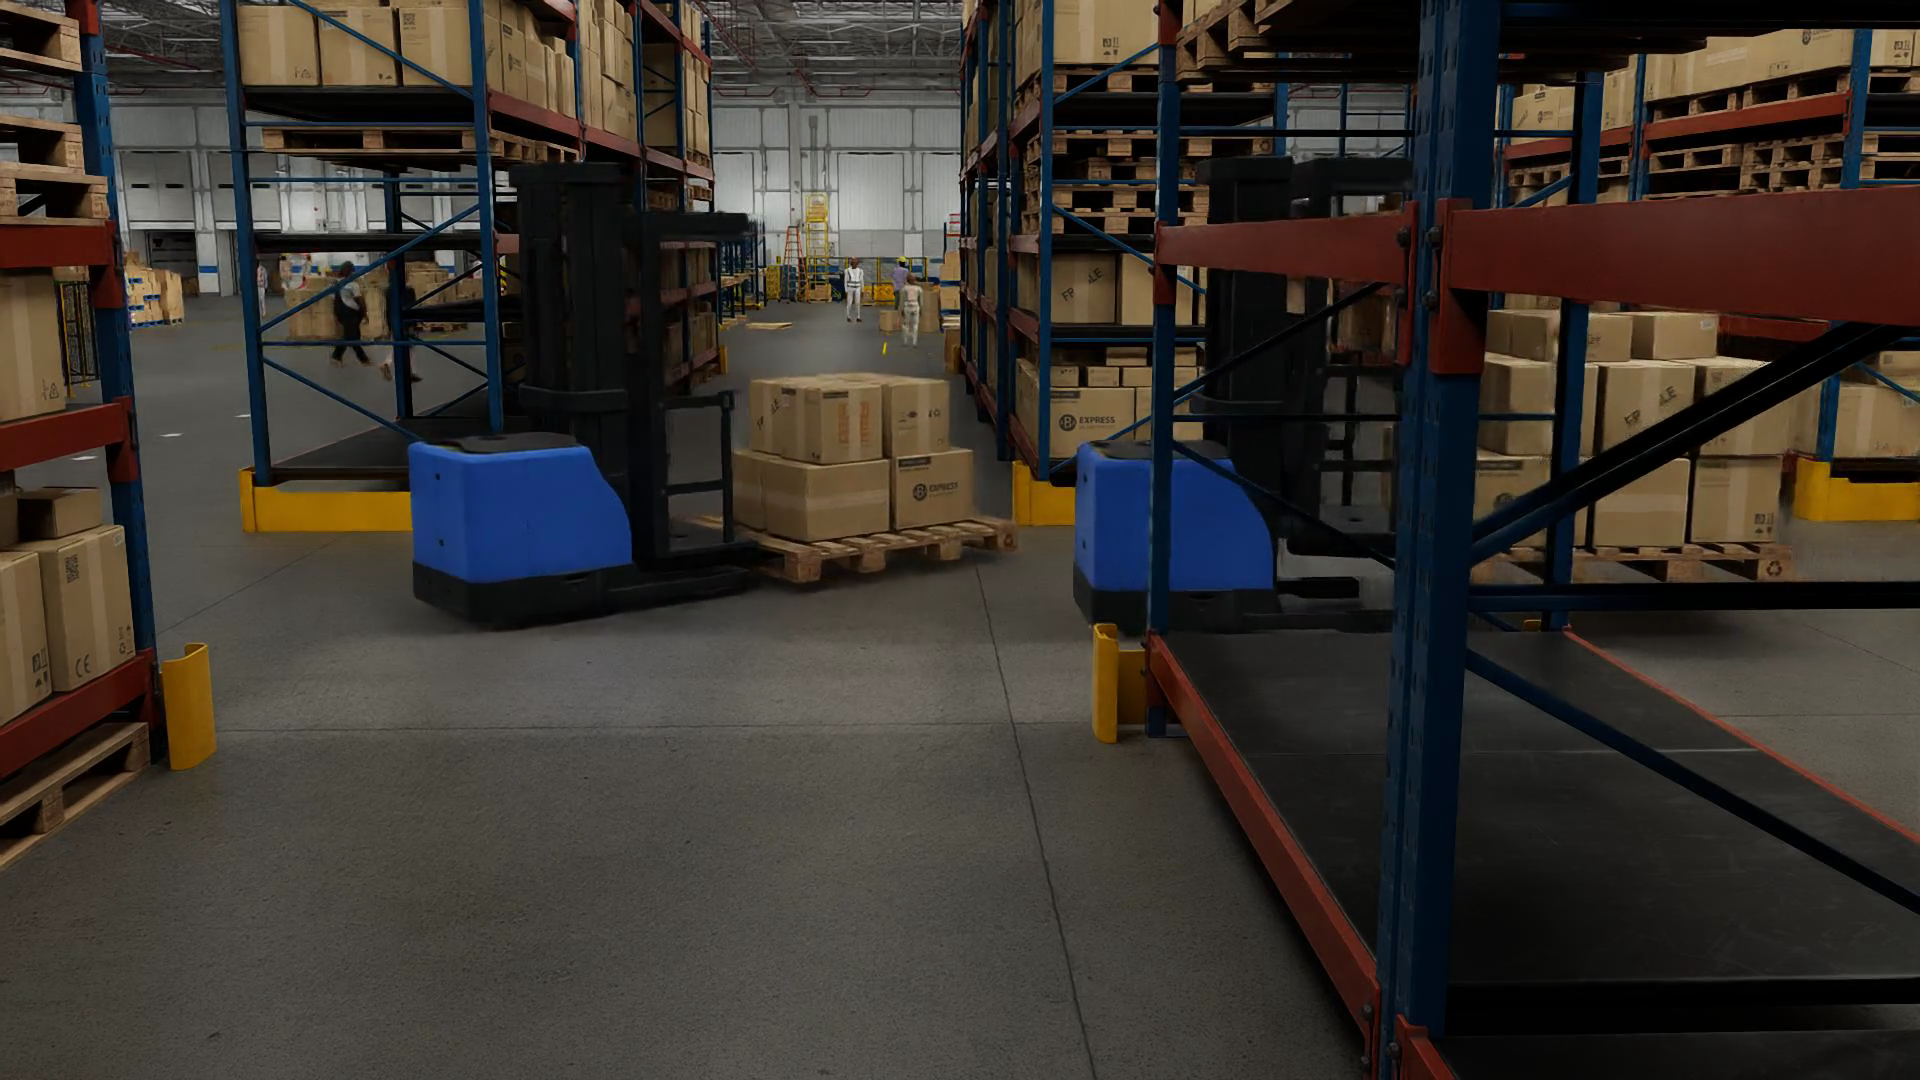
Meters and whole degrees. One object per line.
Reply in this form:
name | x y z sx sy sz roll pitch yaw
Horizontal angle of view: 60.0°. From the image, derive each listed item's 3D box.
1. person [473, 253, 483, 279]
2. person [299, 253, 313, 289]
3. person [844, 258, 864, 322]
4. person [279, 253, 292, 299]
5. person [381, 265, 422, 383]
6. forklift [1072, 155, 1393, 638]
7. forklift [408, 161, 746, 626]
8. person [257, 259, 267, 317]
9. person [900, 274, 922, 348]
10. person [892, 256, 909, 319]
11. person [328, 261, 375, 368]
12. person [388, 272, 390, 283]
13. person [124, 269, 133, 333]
person | -16.753 -9.014 57.978 0.379 1.934 0.629 -9 13 -41
person | -26.999 -10.914 68.588 0.994 1.942 0.624 3 11 17
person | -3.087 -7.281 48.498 0.574 1.876 0.355 -4 11 -19
person | -27.677 -10.844 68.246 0.450 1.904 0.587 7 13 36
person | -9.245 -3.560 27.474 0.620 1.975 0.680 4 11 22
forklift | 1.681 -0.888 10.066 1.873 2.768 1.129 -1 10 -3
forklift | -2.494 -0.994 10.656 1.873 2.768 1.129 -8 13 -38
person | -21.817 -7.821 51.605 0.623 1.839 0.429 -2 10 -12
person | -1.100 -5.102 37.037 0.512 1.618 0.679 -3 10 -14
person | -1.709 -7.307 48.523 0.581 1.919 0.402 6 12 30
person | -11.437 -4.227 31.008 0.693 2.000 0.996 9 14 41
person | -18.720 -8.399 55.236 0.534 1.692 0.321 -9 13 -40
person | -21.418 -6.243 42.595 0.391 1.914 0.587 -5 11 -26
